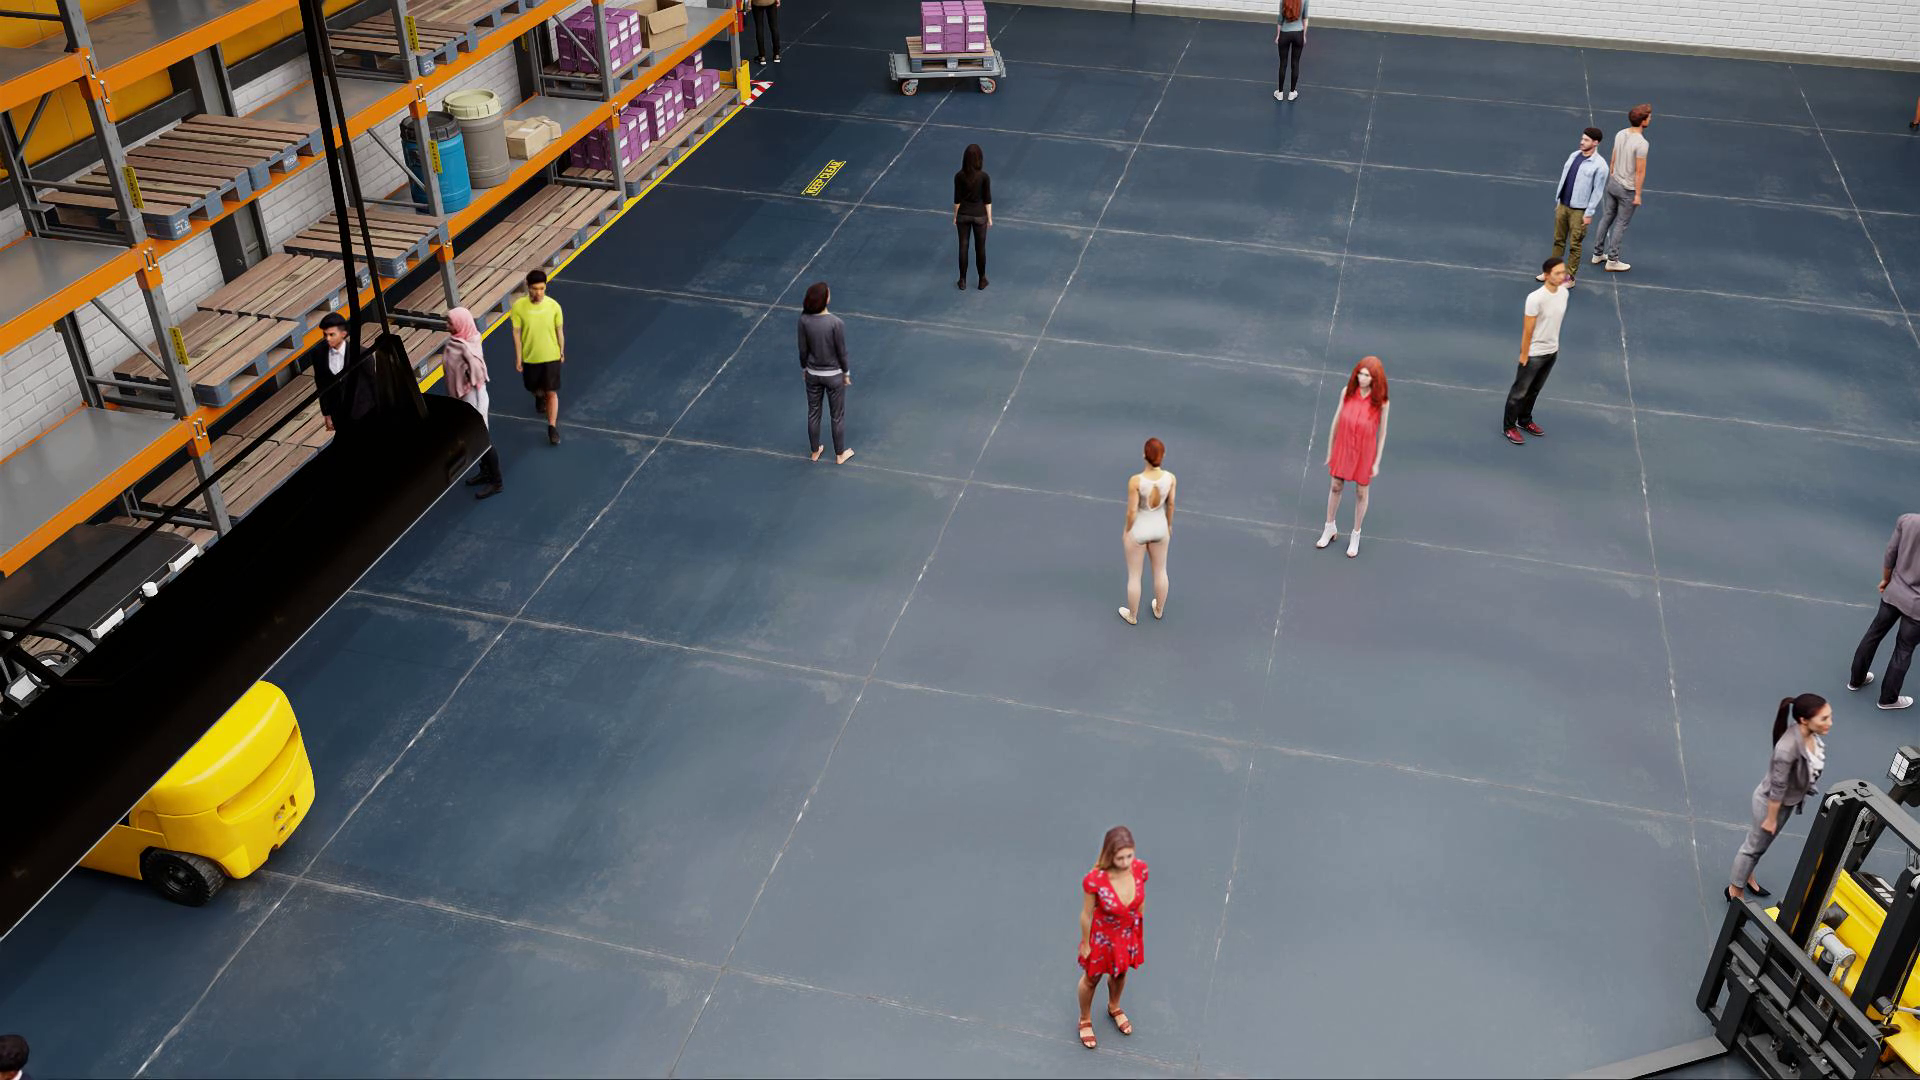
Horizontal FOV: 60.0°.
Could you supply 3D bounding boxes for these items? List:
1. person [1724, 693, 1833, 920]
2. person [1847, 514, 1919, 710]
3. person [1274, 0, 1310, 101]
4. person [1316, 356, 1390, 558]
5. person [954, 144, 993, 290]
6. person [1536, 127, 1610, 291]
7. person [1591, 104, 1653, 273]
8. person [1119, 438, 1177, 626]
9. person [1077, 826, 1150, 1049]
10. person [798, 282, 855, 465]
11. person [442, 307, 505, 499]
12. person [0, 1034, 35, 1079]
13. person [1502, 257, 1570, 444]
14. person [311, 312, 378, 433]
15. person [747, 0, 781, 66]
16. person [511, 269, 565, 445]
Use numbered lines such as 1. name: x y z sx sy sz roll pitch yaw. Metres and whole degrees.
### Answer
1. person: 5.106 1.631 10.398 0.774 1.678 0.672 26 42 33
2. person: 6.916 0.395 12.099 0.800 1.854 0.718 -15 36 -21
3. person: 4.673 -7.086 23.454 0.602 1.743 0.579 4 34 6
4. person: 3.274 -0.704 13.777 0.648 1.827 0.607 19 38 26
5. person: 0.134 -3.531 18.198 0.610 1.642 0.550 3 34 4
6. person: 6.740 -3.639 18.206 0.811 1.812 0.742 -17 37 -23
7. person: 7.421 -3.949 18.595 0.797 1.897 0.703 -12 36 -18
8. person: 1.467 -0.068 12.986 0.618 1.644 0.627 -10 35 -15
9. person: 0.874 2.251 9.543 0.661 1.592 0.700 -12 35 -17
10. person: -1.223 -1.511 15.044 0.607 1.768 0.501 8 35 12
11. person: -4.258 -1.215 14.567 0.788 1.803 0.723 -16 37 -23
12. person: -4.803 3.020 8.727 0.862 1.215 0.785 -20 39 -27
13. person: 5.353 -1.780 15.416 0.691 1.805 0.767 -20 39 -28
14. person: -5.218 -1.111 14.340 0.745 1.882 0.623 2 34 3
15. person: -2.930 -8.069 24.835 0.750 1.852 0.772 -12 35 -18
16. person: -3.929 -1.772 15.511 0.916 1.685 1.098 -5 34 -7
